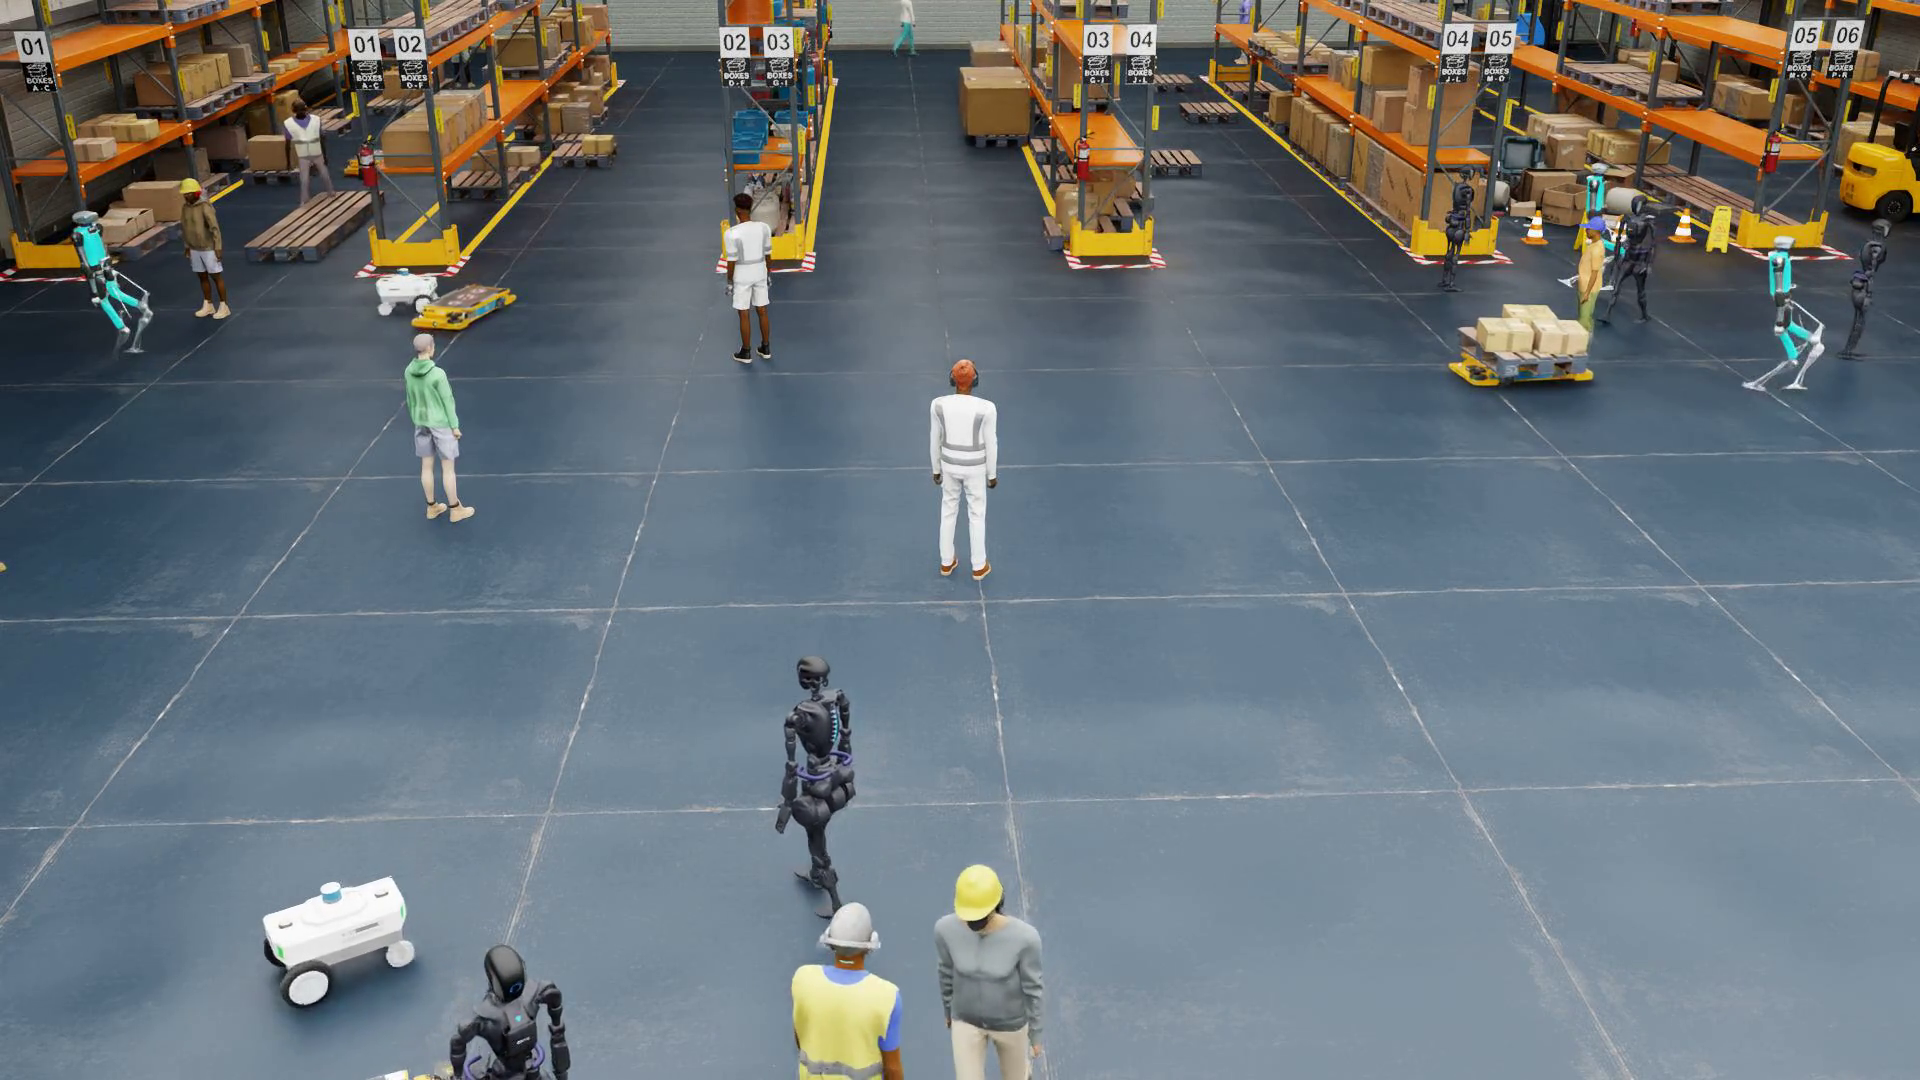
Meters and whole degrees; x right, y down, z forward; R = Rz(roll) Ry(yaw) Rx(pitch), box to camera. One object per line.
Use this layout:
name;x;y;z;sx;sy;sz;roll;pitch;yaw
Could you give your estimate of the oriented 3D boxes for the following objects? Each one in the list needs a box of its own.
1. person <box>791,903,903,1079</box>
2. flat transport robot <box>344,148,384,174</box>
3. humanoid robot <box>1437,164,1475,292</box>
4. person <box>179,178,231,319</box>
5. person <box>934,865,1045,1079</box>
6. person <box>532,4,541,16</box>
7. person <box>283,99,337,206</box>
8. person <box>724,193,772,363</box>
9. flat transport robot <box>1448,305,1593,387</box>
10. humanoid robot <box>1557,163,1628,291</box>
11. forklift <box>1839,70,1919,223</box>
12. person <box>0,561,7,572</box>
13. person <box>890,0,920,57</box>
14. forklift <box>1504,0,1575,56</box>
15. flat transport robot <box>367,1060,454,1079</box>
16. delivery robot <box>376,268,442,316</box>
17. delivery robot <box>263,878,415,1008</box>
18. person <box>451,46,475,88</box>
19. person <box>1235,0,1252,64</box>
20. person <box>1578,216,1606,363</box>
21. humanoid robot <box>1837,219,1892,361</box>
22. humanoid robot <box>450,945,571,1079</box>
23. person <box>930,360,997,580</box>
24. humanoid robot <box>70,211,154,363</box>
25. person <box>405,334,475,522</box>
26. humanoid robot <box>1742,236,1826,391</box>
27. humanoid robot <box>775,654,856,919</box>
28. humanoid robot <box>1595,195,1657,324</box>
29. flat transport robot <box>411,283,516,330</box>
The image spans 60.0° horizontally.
person;-0.464;2.342;7.274;0.511;1.848;0.967;4;24;8
flat transport robot;-10.430;-6.750;29.639;0.659;0.231;1.431;0;24;-1
humanoid robot;6.616;-4.159;22.071;0.315;1.654;0.599;-1;24;-2
person;-9.483;-3.666;20.870;0.559;1.760;0.410;9;25;18
person;0.149;2.181;7.761;0.530;1.731;0.728;5;24;10
person;-10.492;-12.644;40.922;0.385;1.861;0.531;8;25;17
person;-10.159;-5.998;26.048;0.799;1.817;0.528;-14;27;-28
person;-2.438;-3.026;19.187;0.602;1.966;0.368;-17;29;-33
flat transport robot;6.363;-1.968;18.895;1.431;0.231;0.659;-4;24;-9
humanoid robot;8.435;-4.025;21.726;1.020;1.739;0.554;11;26;23
forklift;15.132;-6.143;25.915;2.313;2.155;1.214;-1;24;-2
person;-8.339;-0.559;13.745;0.391;1.888;0.575;15;28;30
person;-1.415;-13.149;42.213;0.809;1.730;0.529;-10;26;-22
forklift;14.700;-13.805;42.301;1.873;2.768;1.129;-1;24;-2
flat transport robot;-3.040;2.929;7.891;1.431;0.231;0.659;-10;26;-21
delivery robot;-7.042;-3.167;21.226;0.788;0.587;0.499;-2;24;-4
delivery robot;-3.468;2.189;9.225;0.818;0.614;0.499;-15;28;-30
person;-11.317;-11.096;37.647;0.539;1.695;0.317;1;24;2
person;7.054;-12.709;41.149;0.392;1.797;0.590;2;24;5
person;7.198;-2.872;19.145;0.349;1.718;0.440;6;25;13
humanoid robot;10.496;-2.905;19.265;0.336;1.654;0.609;9;26;19
humanoid robot;-1.971;2.434;7.302;0.586;1.636;0.632;-22;32;-40
person;0.029;-0.579;13.805;0.572;1.877;0.344;8;25;17
humanoid robot;-9.694;-2.878;19.203;0.748;1.831;0.534;1;24;2
person;-4.713;-0.999;14.907;0.471;1.742;0.347;8;25;18
humanoid robot;9.113;-2.390;18.062;0.886;1.759;0.530;13;27;27
humanoid robot;-0.847;1.415;9.577;0.571;1.643;0.612;16;29;32
humanoid robot;8.328;-3.441;20.528;0.779;1.629;0.601;-15;28;-29
flat transport robot;-6.295;-2.968;21.141;0.659;0.231;1.431;6;25;14
